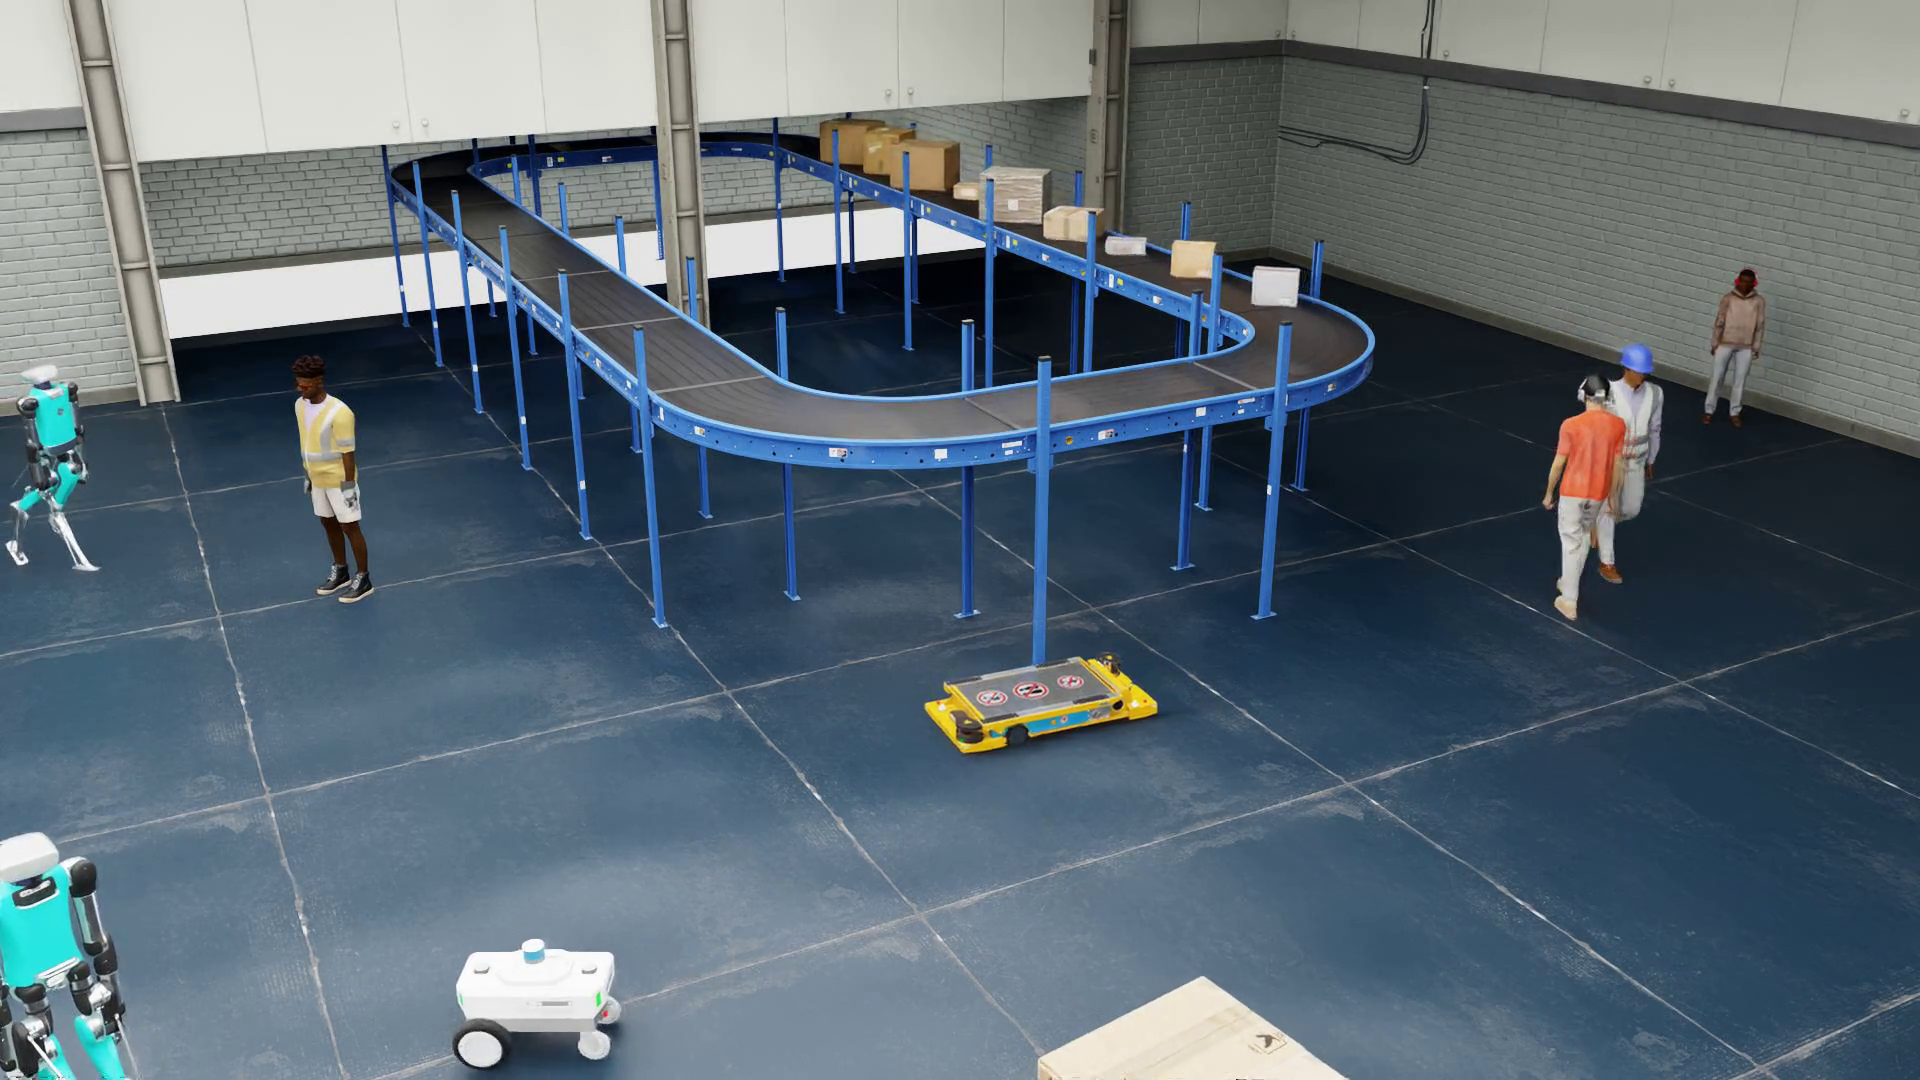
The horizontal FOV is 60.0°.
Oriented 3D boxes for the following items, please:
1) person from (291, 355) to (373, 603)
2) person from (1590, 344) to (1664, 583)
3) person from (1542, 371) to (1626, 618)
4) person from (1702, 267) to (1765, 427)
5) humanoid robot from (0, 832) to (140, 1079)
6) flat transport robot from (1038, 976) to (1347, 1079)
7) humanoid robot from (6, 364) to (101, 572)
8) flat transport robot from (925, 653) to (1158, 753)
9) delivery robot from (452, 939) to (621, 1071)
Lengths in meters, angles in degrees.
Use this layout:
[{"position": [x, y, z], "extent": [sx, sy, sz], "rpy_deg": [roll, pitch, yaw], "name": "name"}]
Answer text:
[{"position": [-4.853, -0.483, 12.820], "extent": [0.602, 1.959, 0.373], "rpy_deg": [14, 26, 32], "name": "person"}, {"position": [5.259, -0.661, 13.299], "extent": [0.612, 1.925, 0.688], "rpy_deg": [-3, 22, -7], "name": "person"}, {"position": [4.688, -0.386, 12.663], "extent": [0.506, 1.891, 0.729], "rpy_deg": [-1, 22, -3], "name": "person"}, {"position": [7.872, -1.964, 16.892], "extent": [0.463, 1.646, 0.308], "rpy_deg": [8, 23, 18], "name": "person"}, {"position": [-3.550, 2.105, 6.794], "extent": [0.747, 1.839, 0.540], "rpy_deg": [15, 27, 33], "name": "humanoid robot"}, {"position": [1.032, 2.836, 6.865], "extent": [1.431, 0.231, 0.659], "rpy_deg": [-15, 27, -33], "name": "flat transport robot"}, {"position": [-7.468, -0.577, 13.360], "extent": [0.947, 1.766, 0.547], "rpy_deg": [7, 23, 17], "name": "humanoid robot"}, {"position": [0.545, 1.089, 11.182], "extent": [1.431, 0.231, 0.659], "rpy_deg": [-9, 24, -21], "name": "flat transport robot"}, {"position": [-2.037, 2.203, 8.037], "extent": [0.775, 0.585, 0.499], "rpy_deg": [0, 22, 0], "name": "delivery robot"}]
